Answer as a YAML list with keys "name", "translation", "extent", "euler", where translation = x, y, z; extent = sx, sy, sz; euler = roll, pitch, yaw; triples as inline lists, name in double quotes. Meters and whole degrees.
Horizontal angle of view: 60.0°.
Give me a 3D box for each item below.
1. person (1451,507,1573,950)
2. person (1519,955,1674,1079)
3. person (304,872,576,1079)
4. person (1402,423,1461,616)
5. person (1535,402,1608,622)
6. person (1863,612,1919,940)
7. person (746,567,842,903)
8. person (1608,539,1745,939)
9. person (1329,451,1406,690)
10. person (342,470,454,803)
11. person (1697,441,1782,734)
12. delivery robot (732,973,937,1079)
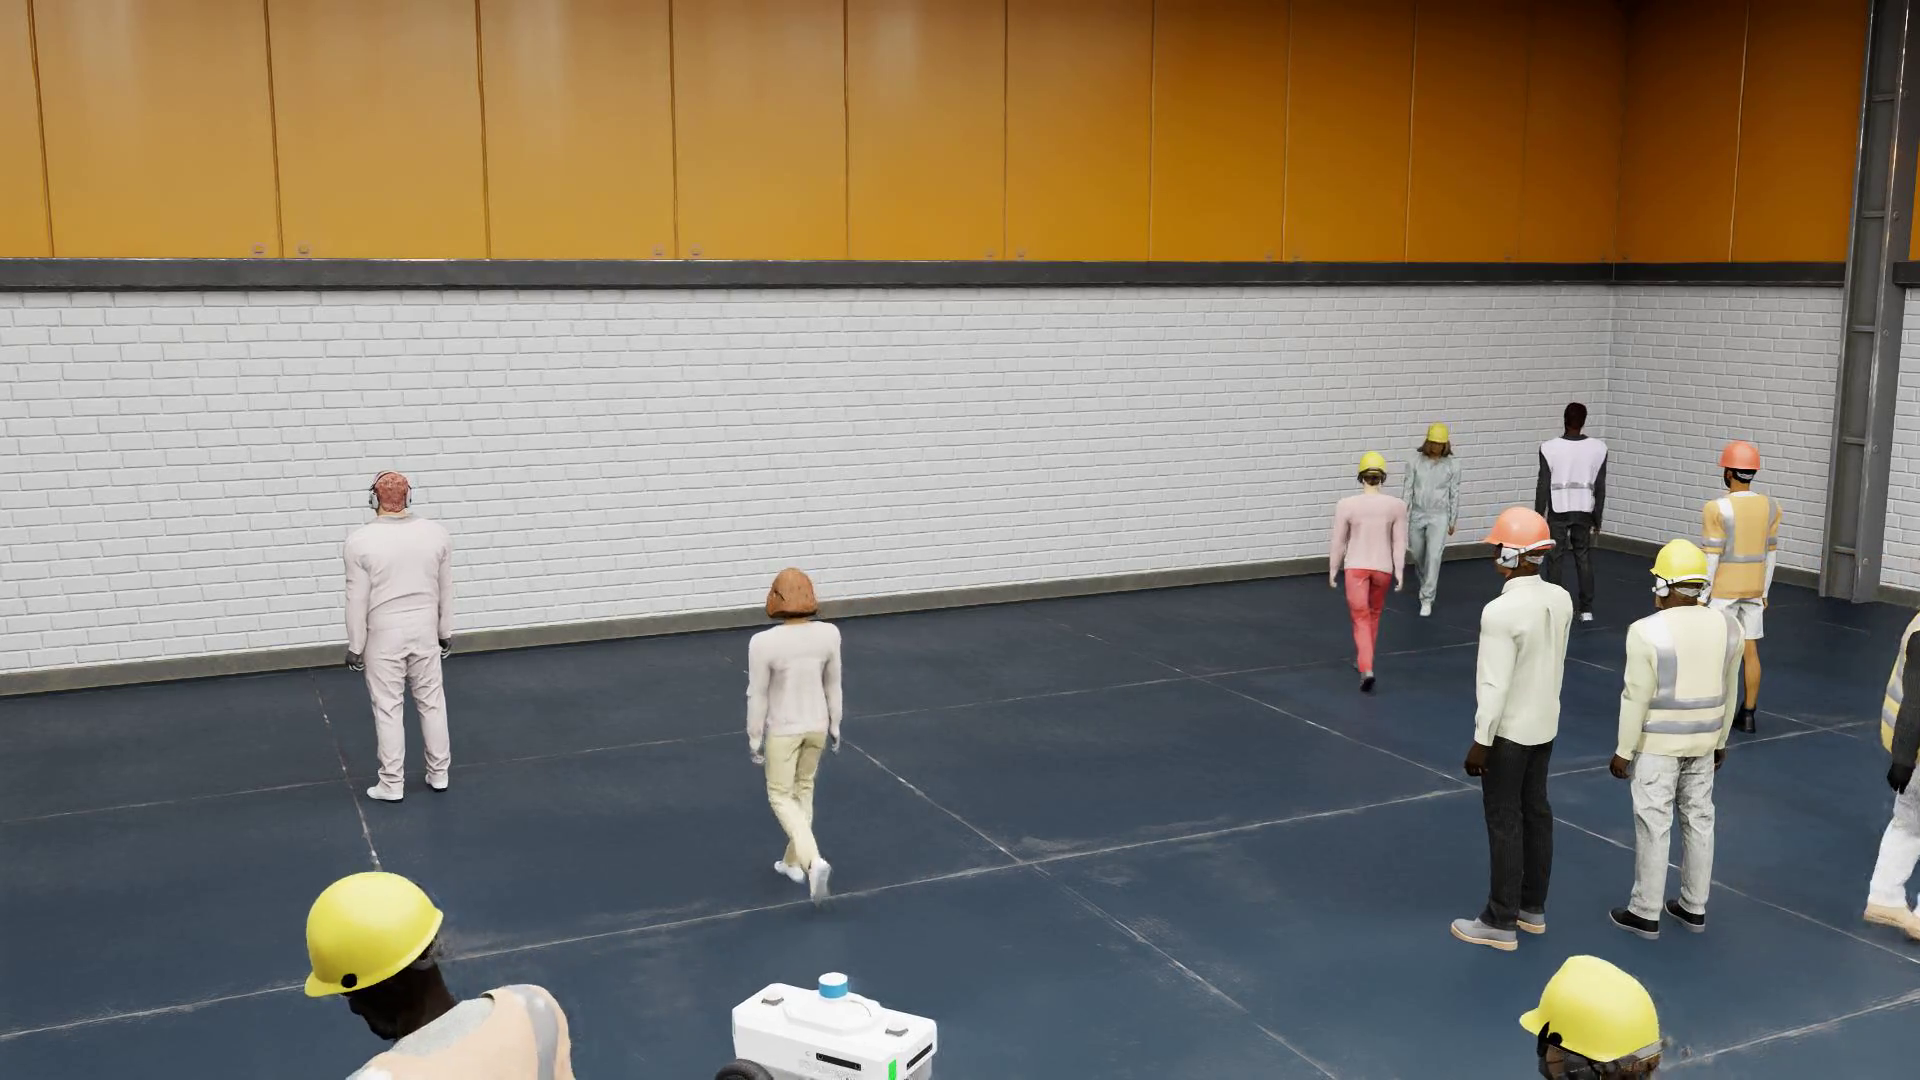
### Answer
- name: "person"
  translation: [2.492, 0.842, 7.490]
  extent: [0.608, 1.995, 0.377]
  euler: [-8, 12, -41]
- name: "person"
  translation: [1.250, 1.664, 3.222]
  extent: [0.520, 1.726, 0.905]
  euler: [-7, 12, -38]
- name: "person"
  translation: [-1.027, 1.556, 3.397]
  extent: [0.477, 1.882, 0.660]
  euler: [6, 11, 33]
- name: "person"
  translation: [4.232, -0.218, 14.936]
  extent: [0.491, 1.709, 0.772]
  euler: [4, 10, 24]
- name: "person"
  translation: [5.274, -0.218, 14.413]
  extent: [0.639, 1.929, 0.468]
  euler: [0, 9, 0]
- name: "person"
  translation: [4.412, 0.944, 7.441]
  extent: [0.655, 1.807, 0.713]
  euler: [8, 12, 41]
- name: "person"
  translation: [-0.773, 0.941, 8.066]
  extent: [0.503, 1.614, 0.673]
  euler: [-6, 11, -32]
- name: "person"
  translation: [3.240, 0.905, 7.590]
  extent: [0.588, 1.835, 0.403]
  euler: [-2, 9, -14]
- name: "person"
  translation: [3.003, 0.212, 12.215]
  extent: [0.530, 1.732, 0.873]
  euler: [0, 9, 0]
- name: "person"
  translation: [-3.236, 0.549, 9.577]
  extent: [0.646, 1.907, 0.401]
  euler: [-8, 12, -42]
- name: "person"
  translation: [5.056, 0.320, 10.899]
  extent: [0.543, 1.939, 0.360]
  euler: [-2, 9, -12]
- name: "delivery robot"
  translation: [-0.443, 1.774, 5.869]
  extent: [0.707, 0.478, 0.477]
  euler: [5, 10, 28]
